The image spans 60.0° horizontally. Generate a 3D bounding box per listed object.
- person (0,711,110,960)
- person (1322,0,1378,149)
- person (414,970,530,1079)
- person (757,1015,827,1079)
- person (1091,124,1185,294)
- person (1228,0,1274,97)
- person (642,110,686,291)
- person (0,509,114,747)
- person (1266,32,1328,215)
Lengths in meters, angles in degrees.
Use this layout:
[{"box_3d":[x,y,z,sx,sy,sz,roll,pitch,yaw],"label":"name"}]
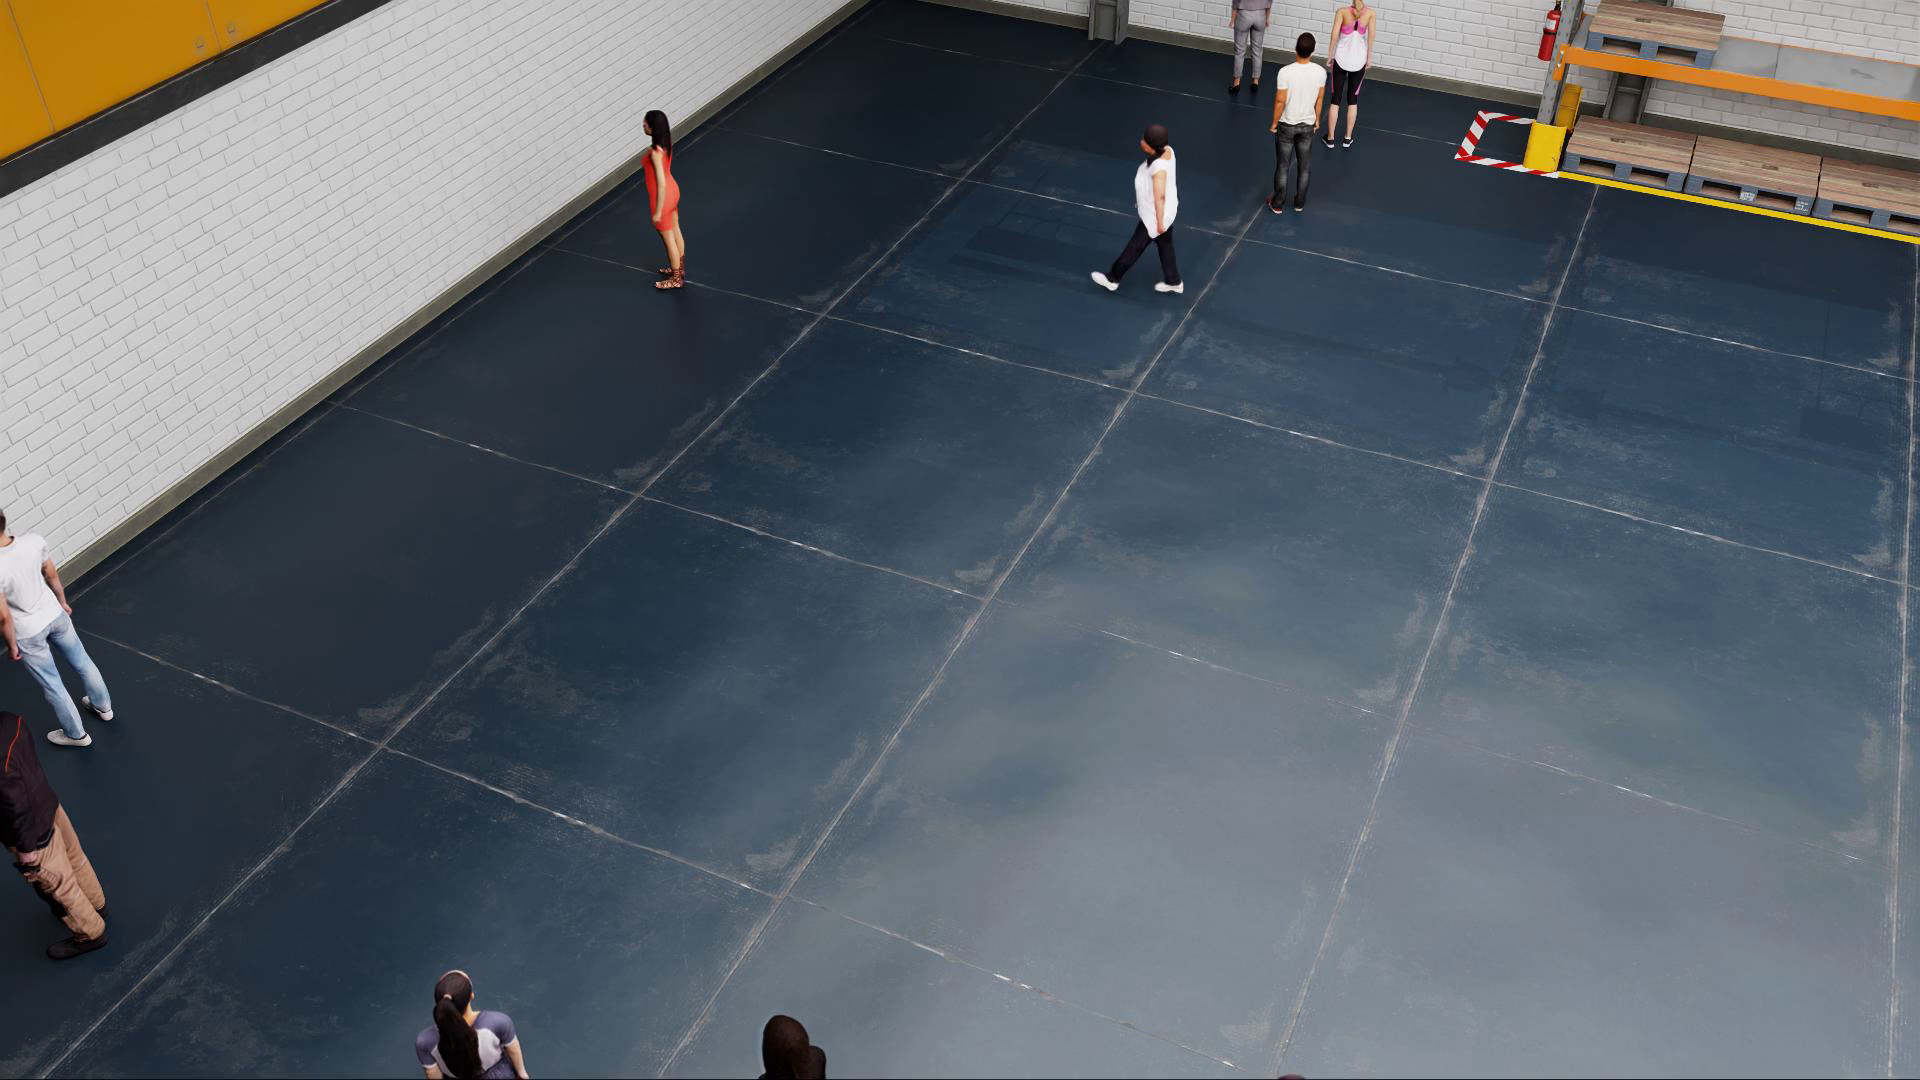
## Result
[{"box_3d":[-5.080,1.534,9.092,0.836,1.925,0.793,-10,40,-12],"label":"person"},{"box_3d":[4.055,-4.970,17.345,0.589,1.787,0.740,2,39,2],"label":"person"},{"box_3d":[-2.281,2.624,7.948,0.653,1.649,0.724,-11,40,-13],"label":"person"},{"box_3d":[-0.754,2.770,7.771,0.576,1.642,0.617,27,46,30],"label":"person"},{"box_3d":[1.811,-2.917,14.888,1.092,1.645,0.727,12,40,14],"label":"person"},{"box_3d":[3.215,-5.748,18.408,0.691,1.678,0.783,-4,39,-5],"label":"person"},{"box_3d":[-2.669,-3.080,15.034,0.640,1.718,0.659,3,39,4],"label":"person"},{"box_3d":[-5.773,0.524,10.416,0.561,1.852,0.661,12,40,15],"label":"person"},{"box_3d":[3.272,-4.051,16.182,0.662,1.804,0.780,-4,39,-4],"label":"person"}]
